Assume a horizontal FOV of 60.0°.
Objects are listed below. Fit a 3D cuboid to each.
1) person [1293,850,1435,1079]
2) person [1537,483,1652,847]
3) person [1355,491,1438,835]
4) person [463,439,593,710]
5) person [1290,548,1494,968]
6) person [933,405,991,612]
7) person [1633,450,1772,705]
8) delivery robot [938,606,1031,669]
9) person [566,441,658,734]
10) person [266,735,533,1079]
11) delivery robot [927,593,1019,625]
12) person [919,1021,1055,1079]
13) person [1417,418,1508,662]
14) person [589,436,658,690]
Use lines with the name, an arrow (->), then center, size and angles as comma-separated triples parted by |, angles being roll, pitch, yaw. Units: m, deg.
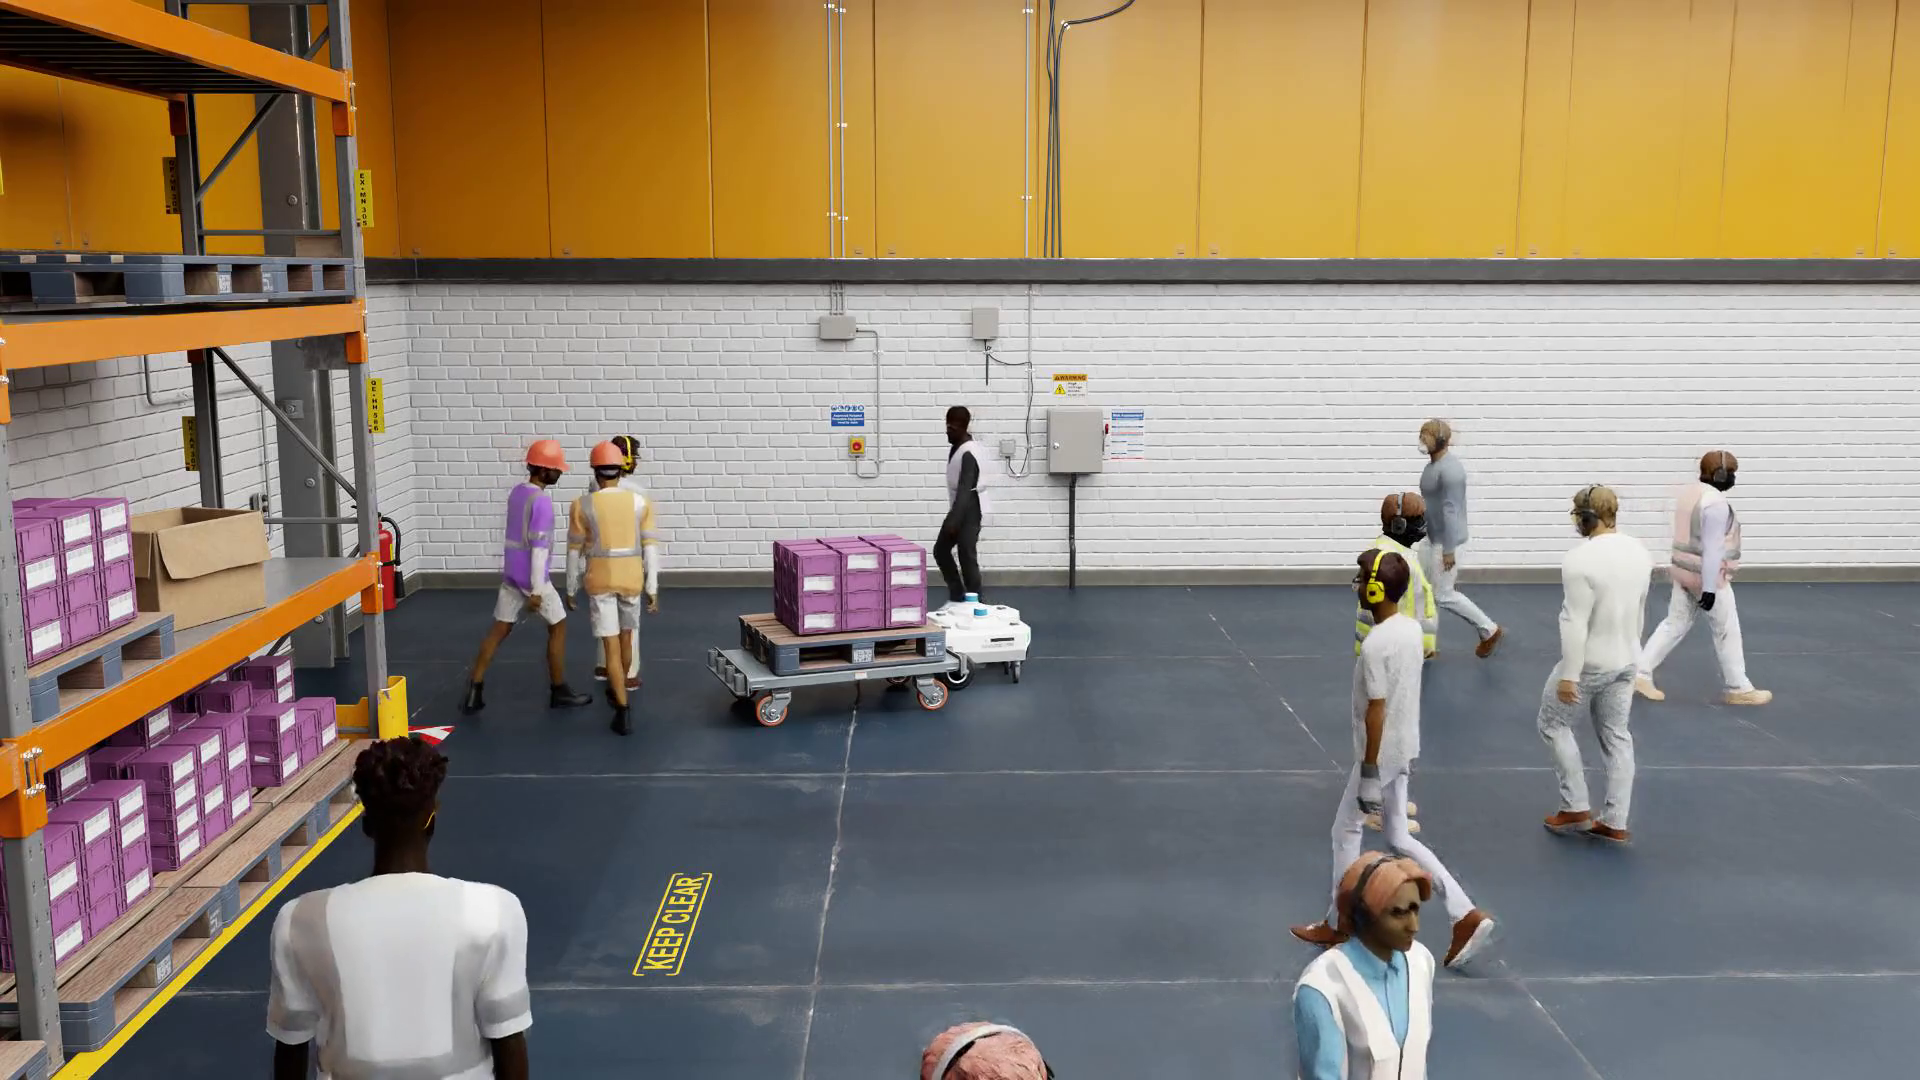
person -> 1.028, 1.563, 4.222 | 0.507, 1.590, 0.882 | -6, 11, -32
person -> 3.335, 0.654, 8.794 | 0.662, 1.914, 0.604 | -5, 11, -29
person -> 2.368, 0.650, 9.047 | 0.430, 1.845, 0.623 | 3, 10, 16
person -> -3.023, 0.255, 11.358 | 0.852, 1.888, 0.563 | -8, 12, -40
person -> 1.900, 0.949, 7.235 | 0.834, 1.845, 0.524 | 7, 12, 38
person -> -0.008, -0.215, 14.206 | 0.526, 1.887, 0.617 | -2, 10, -15
person -> 5.153, 0.263, 11.590 | 0.971, 1.800, 0.634 | 0, 9, 2
delivery robot -> 0.152, 0.731, 12.200 | 0.707, 0.478, 0.477 | -2, 9, -13
person -> -2.353, 0.286, 11.119 | 0.558, 1.884, 0.965 | -5, 10, -27
person -> -1.371, 1.422, 4.118 | 0.621, 1.914, 1.031 | -2, 10, -14
delivery robot -> 0.086, 0.648, 12.709 | 0.707, 0.478, 0.477 | -5, 10, -26
person -> 0.010, 1.657, 2.732 | 0.656, 1.894, 0.541 | -4, 10, -22
person -> 3.769, 0.021, 12.678 | 0.702, 1.921, 0.637 | 0, 9, 1
person -> -2.467, 0.162, 12.054 | 0.543, 1.843, 0.381 | 7, 11, 36
